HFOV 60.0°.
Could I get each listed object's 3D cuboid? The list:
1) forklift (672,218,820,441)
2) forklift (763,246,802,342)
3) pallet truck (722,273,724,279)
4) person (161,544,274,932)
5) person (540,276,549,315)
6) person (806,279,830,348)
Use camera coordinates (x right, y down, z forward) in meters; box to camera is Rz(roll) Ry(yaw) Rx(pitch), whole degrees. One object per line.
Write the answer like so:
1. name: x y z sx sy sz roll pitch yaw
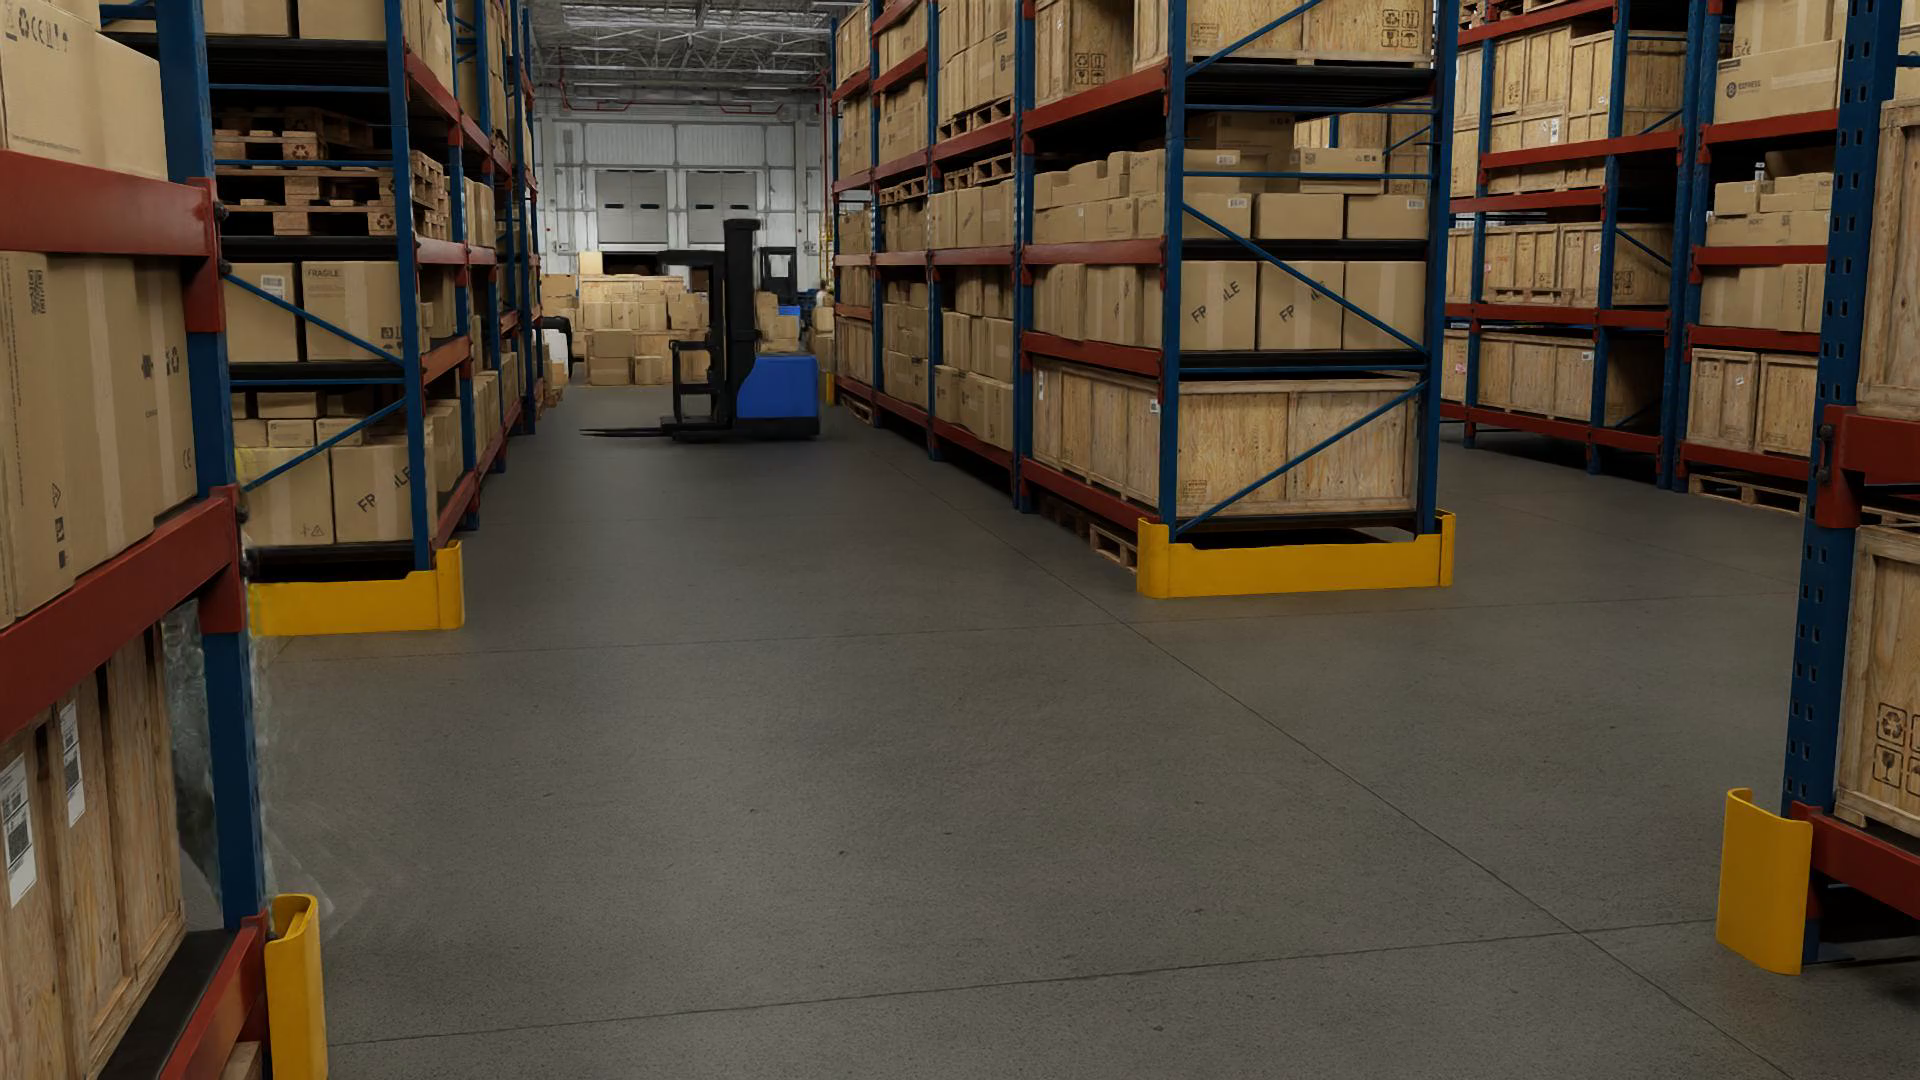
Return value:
1. forklift: -2.808 -2.715 21.373 1.873 2.768 1.129 -2 10 -12
2. forklift: -5.328 -7.287 49.237 1.129 2.768 1.873 -2 10 -12
3. pallet truck: -8.580 -8.986 62.280 1.885 1.965 0.823 1 9 5
4. person: -2.301 0.537 5.068 0.415 1.729 0.494 -2 10 -11
5. person: -14.187 -7.982 56.382 0.384 1.924 0.589 5 11 30
6. person: -3.519 -5.642 42.143 0.764 1.922 0.639 1 9 7
